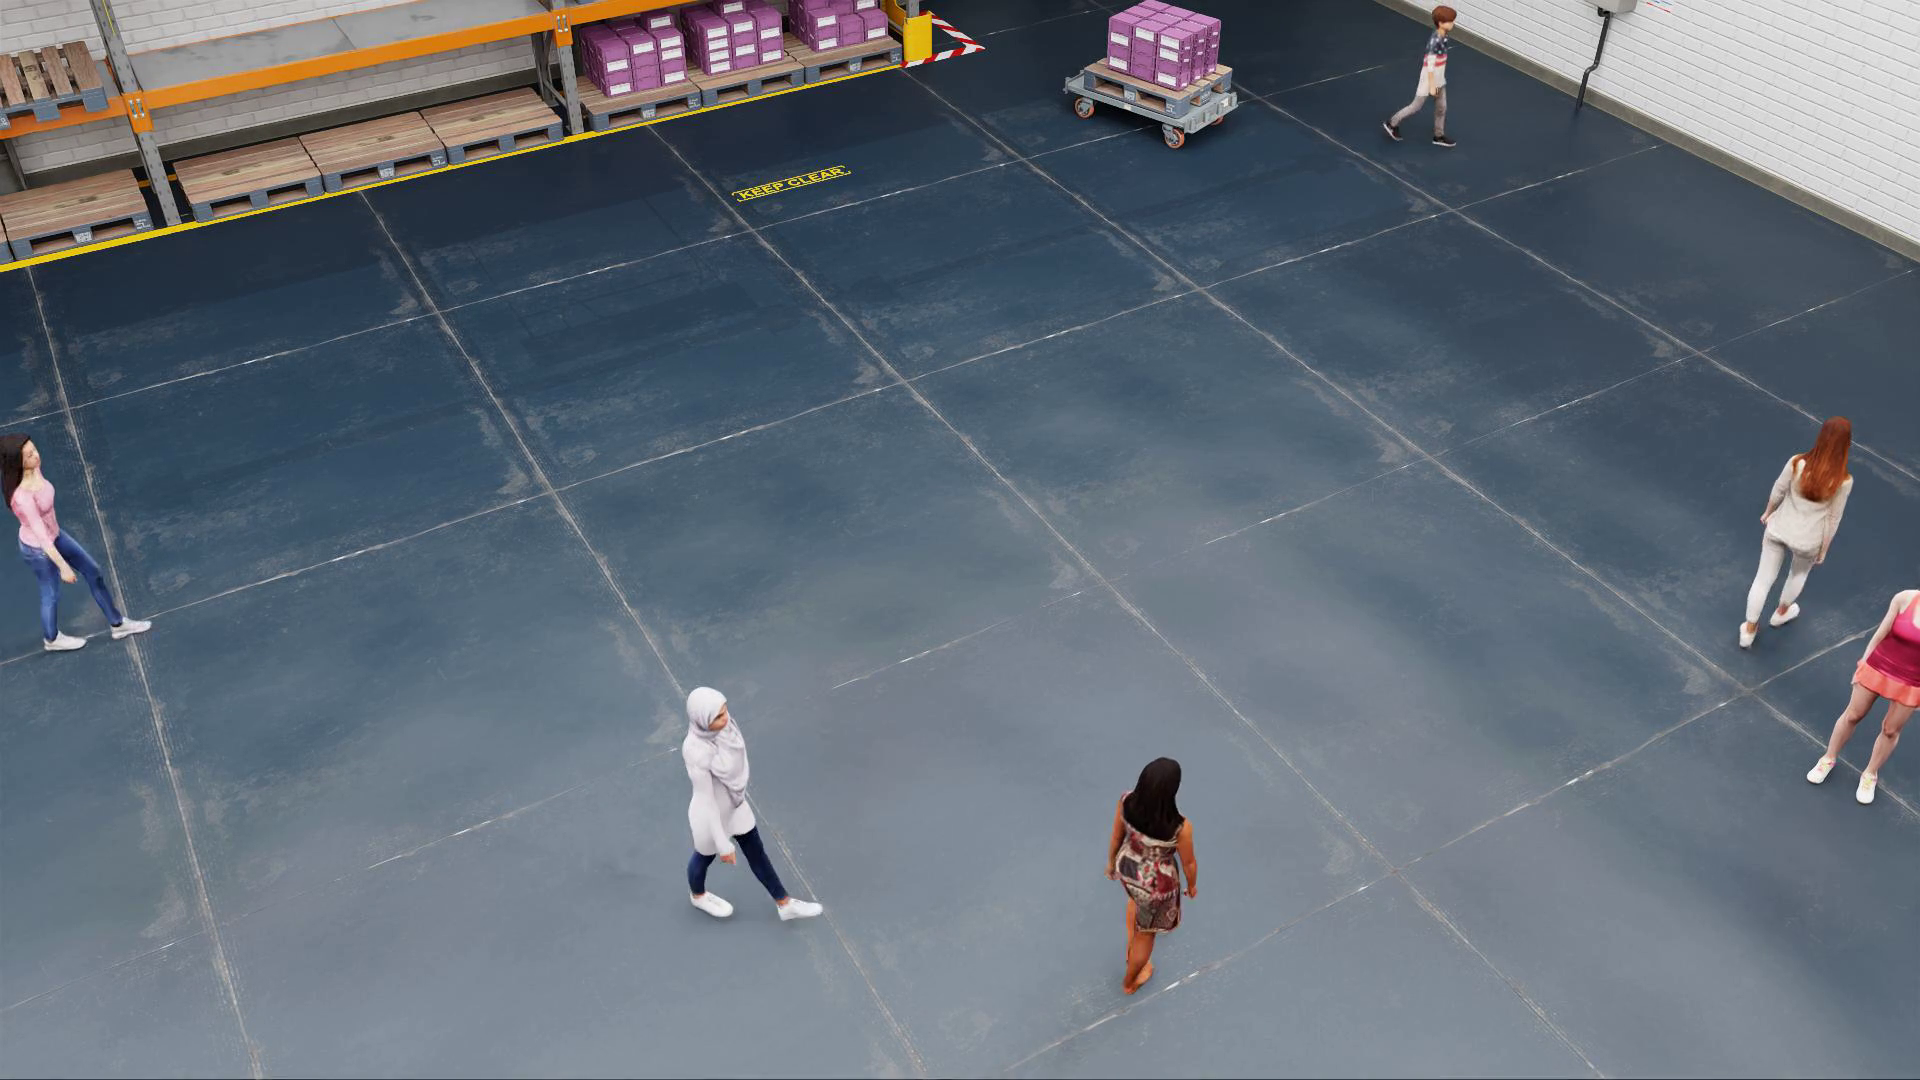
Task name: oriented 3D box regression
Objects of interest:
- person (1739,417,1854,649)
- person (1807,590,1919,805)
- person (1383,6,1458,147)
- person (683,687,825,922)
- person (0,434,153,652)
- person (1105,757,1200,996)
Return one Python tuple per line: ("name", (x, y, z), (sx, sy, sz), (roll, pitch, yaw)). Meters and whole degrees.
("person", (5.319, 0.012, 10.640), (0.788, 1.689, 0.923), (23, 44, 26))
("person", (5.419, 0.787, 9.617), (0.651, 1.754, 0.669), (24, 45, 27))
("person", (4.669, -4.641, 16.688), (0.837, 1.412, 0.966), (25, 45, 28))
("person", (-1.363, 1.422, 8.828), (1.087, 1.747, 1.058), (12, 40, 15))
("person", (-5.880, 0.050, 10.576), (0.982, 1.710, 0.772), (-7, 39, -9))
("person", (0.912, 1.767, 8.486), (0.766, 1.633, 0.780), (25, 45, 28))
